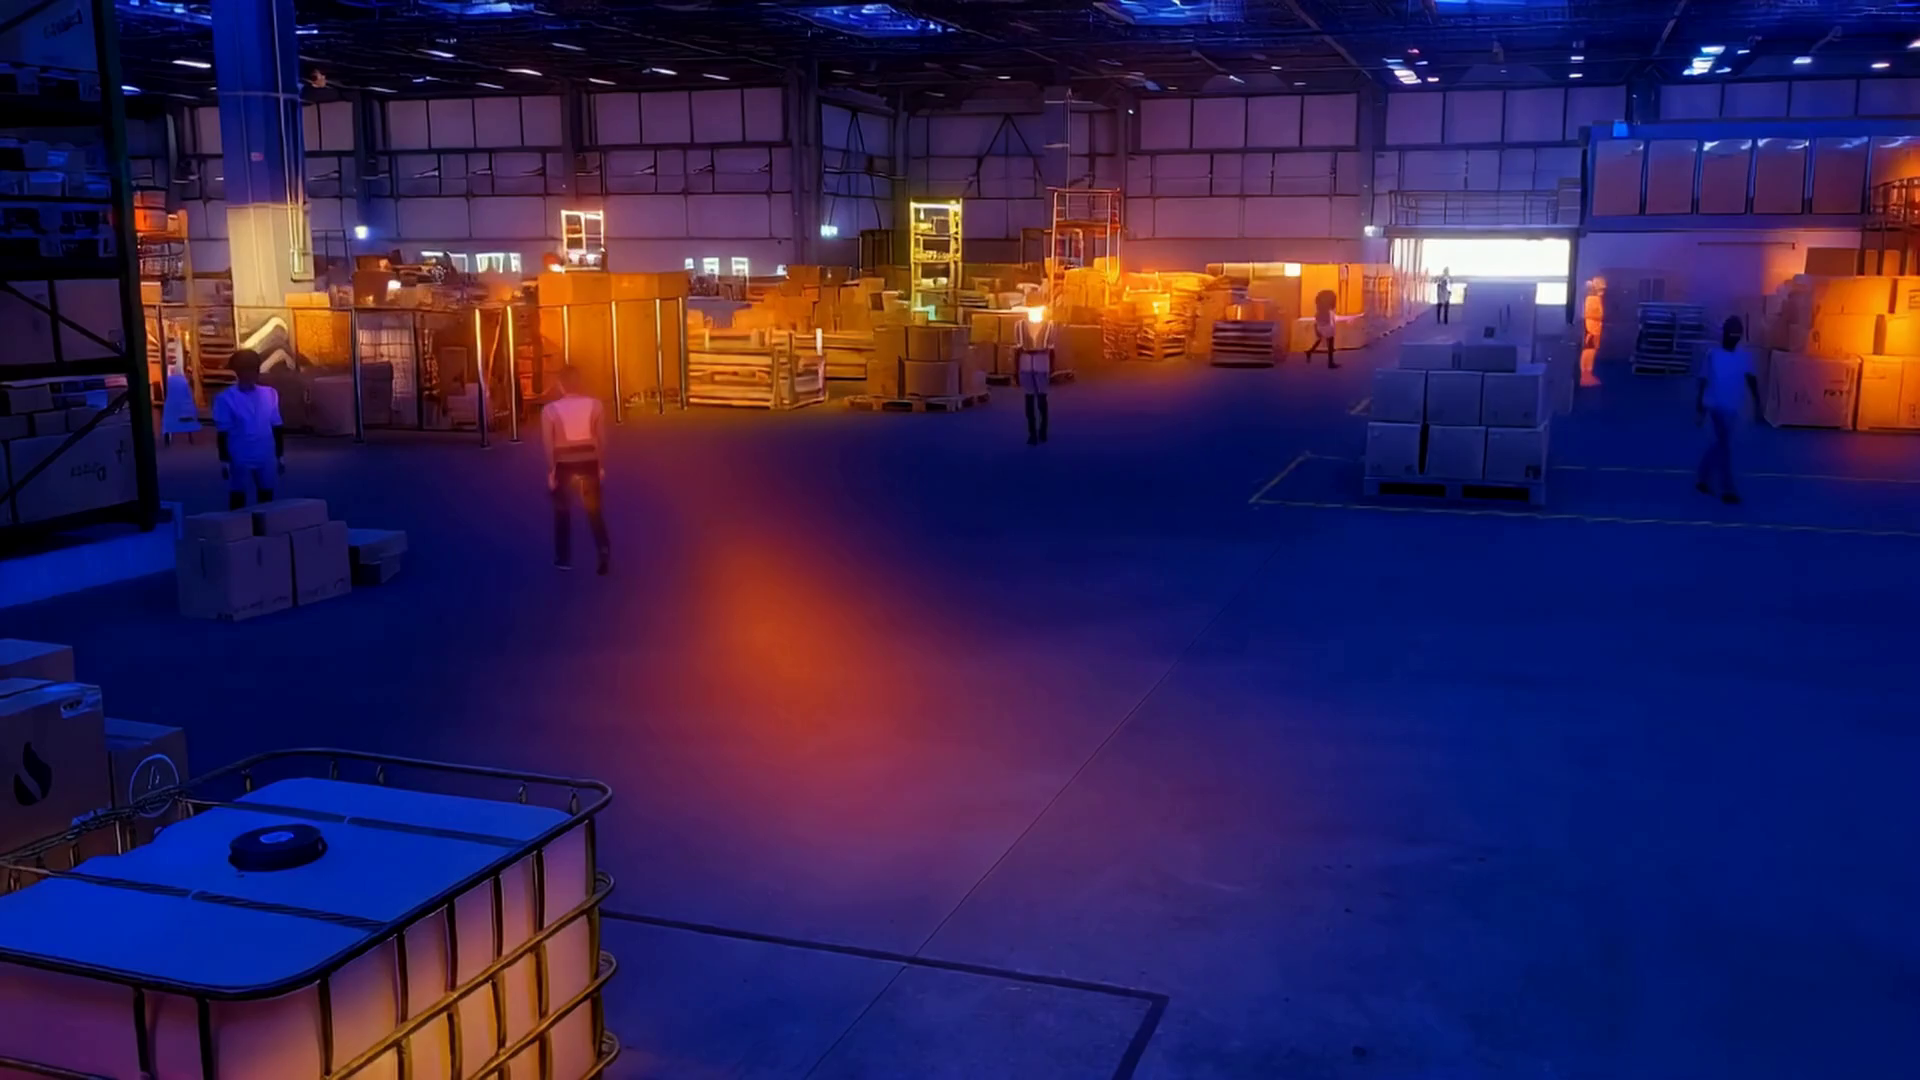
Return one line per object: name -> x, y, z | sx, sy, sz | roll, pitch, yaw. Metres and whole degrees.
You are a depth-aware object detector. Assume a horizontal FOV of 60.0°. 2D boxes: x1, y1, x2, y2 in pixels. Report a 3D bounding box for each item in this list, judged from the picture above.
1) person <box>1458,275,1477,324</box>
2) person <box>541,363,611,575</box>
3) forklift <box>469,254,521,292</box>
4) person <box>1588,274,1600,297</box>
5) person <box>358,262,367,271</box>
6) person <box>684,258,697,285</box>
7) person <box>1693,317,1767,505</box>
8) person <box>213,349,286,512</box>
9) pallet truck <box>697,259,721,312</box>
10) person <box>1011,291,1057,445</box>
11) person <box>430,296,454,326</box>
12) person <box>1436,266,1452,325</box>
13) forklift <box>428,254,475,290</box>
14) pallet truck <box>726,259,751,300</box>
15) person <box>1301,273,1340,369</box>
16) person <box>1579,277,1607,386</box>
person -> 10.797, -4.642, 35.028 | 0.605, 1.892, 0.883 | 0, 10, 3
person -> -2.905, -0.534, 12.634 | 0.514, 1.613, 0.738 | -5, 11, -27
forklift -> -17.990, -10.121, 64.684 | 1.157, 1.987, 2.680 | 3, 11, 17
person -> 16.202, -5.915, 42.520 | 0.327, 1.767, 0.533 | 9, 13, 41
person -> -20.527, -8.602, 57.268 | 0.403, 1.905, 0.651 | -3, 11, -18
person -> -9.347, -8.703, 57.479 | 0.406, 2.034, 0.608 | 7, 12, 34
person -> 7.503, -1.286, 16.335 | 0.503, 1.819, 1.004 | -2, 10, -9
person -> -5.554, -0.645, 13.037 | 0.317, 1.695, 0.540 | 10, 14, 43
pallet truck -> -9.165, -9.627, 62.776 | 0.823, 1.965, 1.885 | 4, 11, 23
person -> 0.923, -2.143, 20.831 | 0.555, 1.918, 0.407 | 2, 10, 12
person -> -9.256, -3.586, 29.919 | 0.880, 1.577, 0.505 | 2, 10, 12
person -> 15.215, -7.681, 52.254 | 0.507, 1.842, 0.339 | 9, 13, 40
forklift -> -20.133, -10.254, 65.465 | 1.157, 1.987, 2.680 | 3, 11, 19
pallet truck -> -7.986, -9.493, 62.019 | 0.823, 1.965, 1.885 | 3, 11, 17
person -> 7.294, -4.380, 33.391 | 0.752, 1.943, 0.609 | -5, 11, -25
person -> 11.324, -3.728, 29.729 | 0.542, 1.936, 0.364 | -9, 13, -40
